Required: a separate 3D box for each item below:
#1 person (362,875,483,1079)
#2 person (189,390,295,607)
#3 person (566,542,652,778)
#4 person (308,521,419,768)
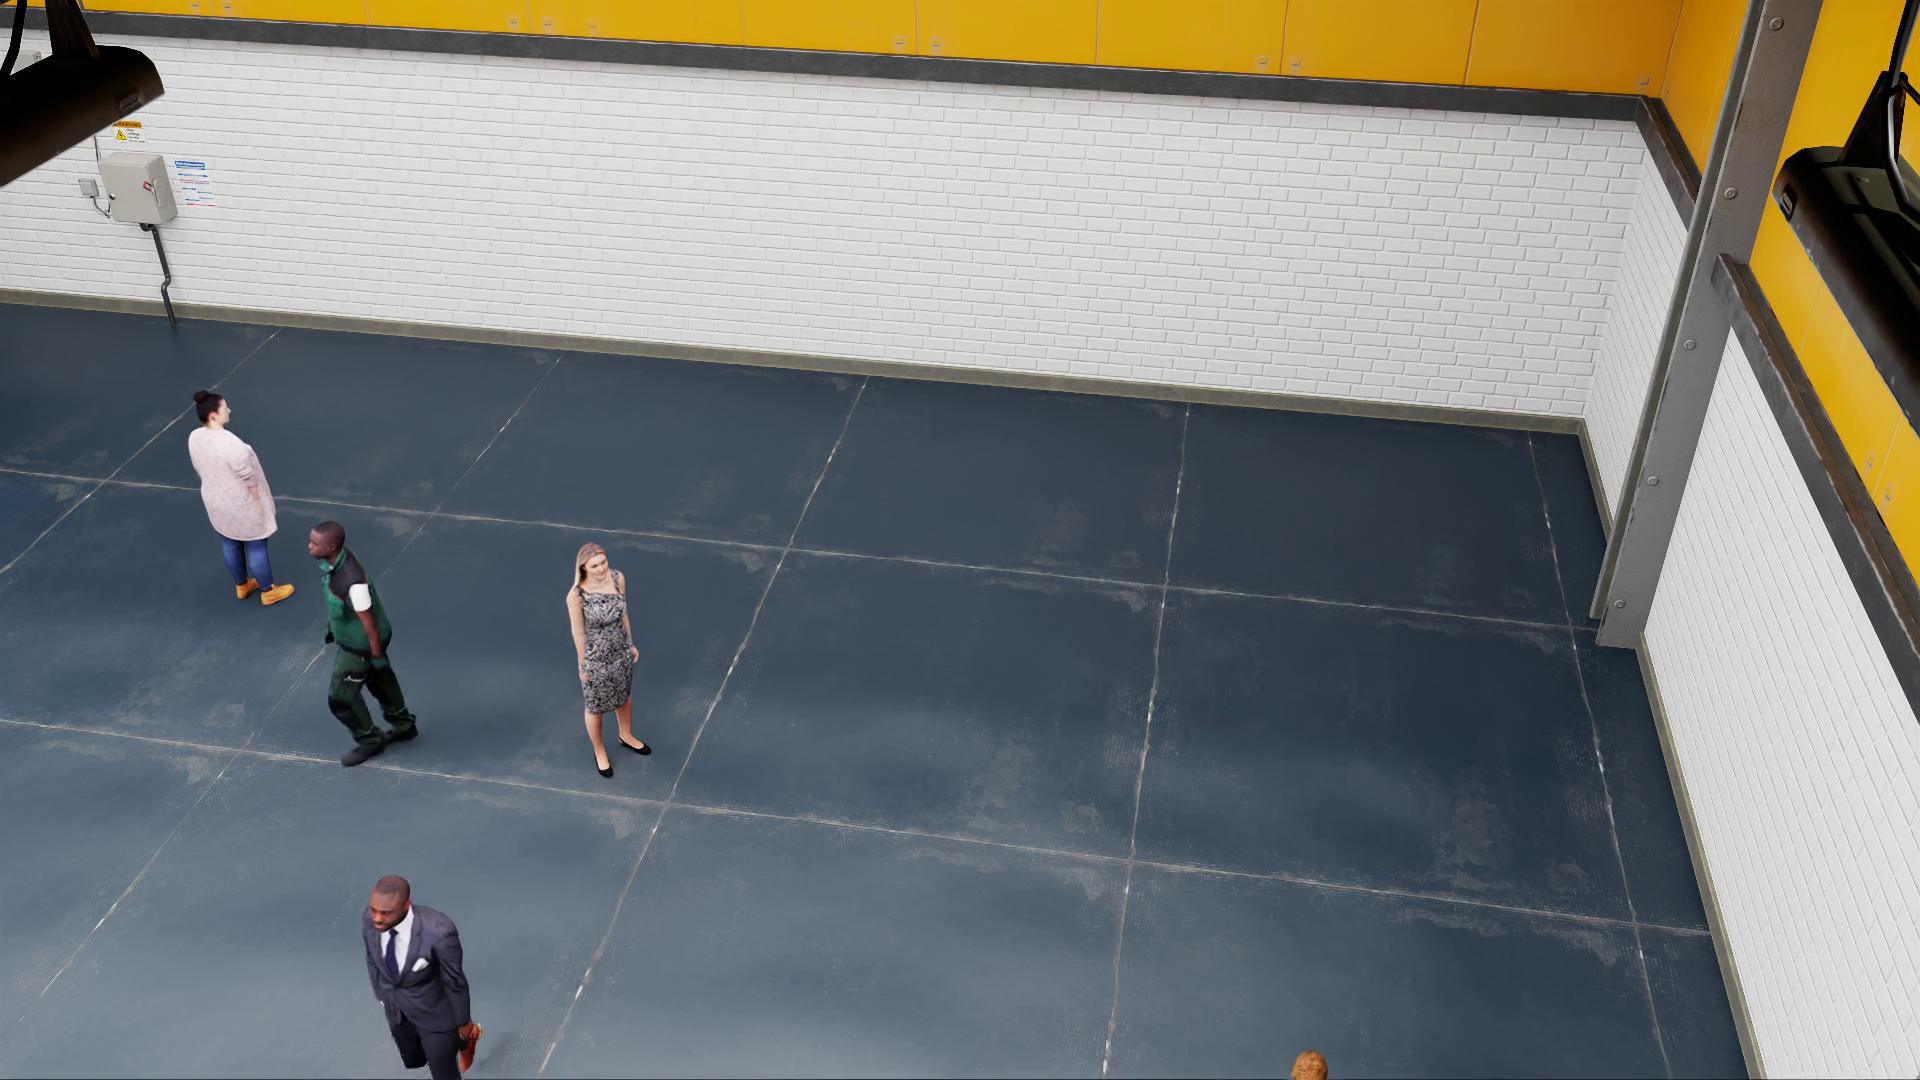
[{"bbox_3d":[-2.622,2.274,8.265,0.782,1.808,1.007,10,35,15],"label":"person"},{"bbox_3d":[-5.336,-0.304,12.204,0.763,1.741,0.726,15,36,21],"label":"person"},{"bbox_3d":[-2.283,0.730,10.681,0.611,1.705,0.700,-28,42,-35],"label":"person"},{"bbox_3d":[-3.783,0.621,10.743,0.950,1.819,0.888,-15,36,-21],"label":"person"}]
